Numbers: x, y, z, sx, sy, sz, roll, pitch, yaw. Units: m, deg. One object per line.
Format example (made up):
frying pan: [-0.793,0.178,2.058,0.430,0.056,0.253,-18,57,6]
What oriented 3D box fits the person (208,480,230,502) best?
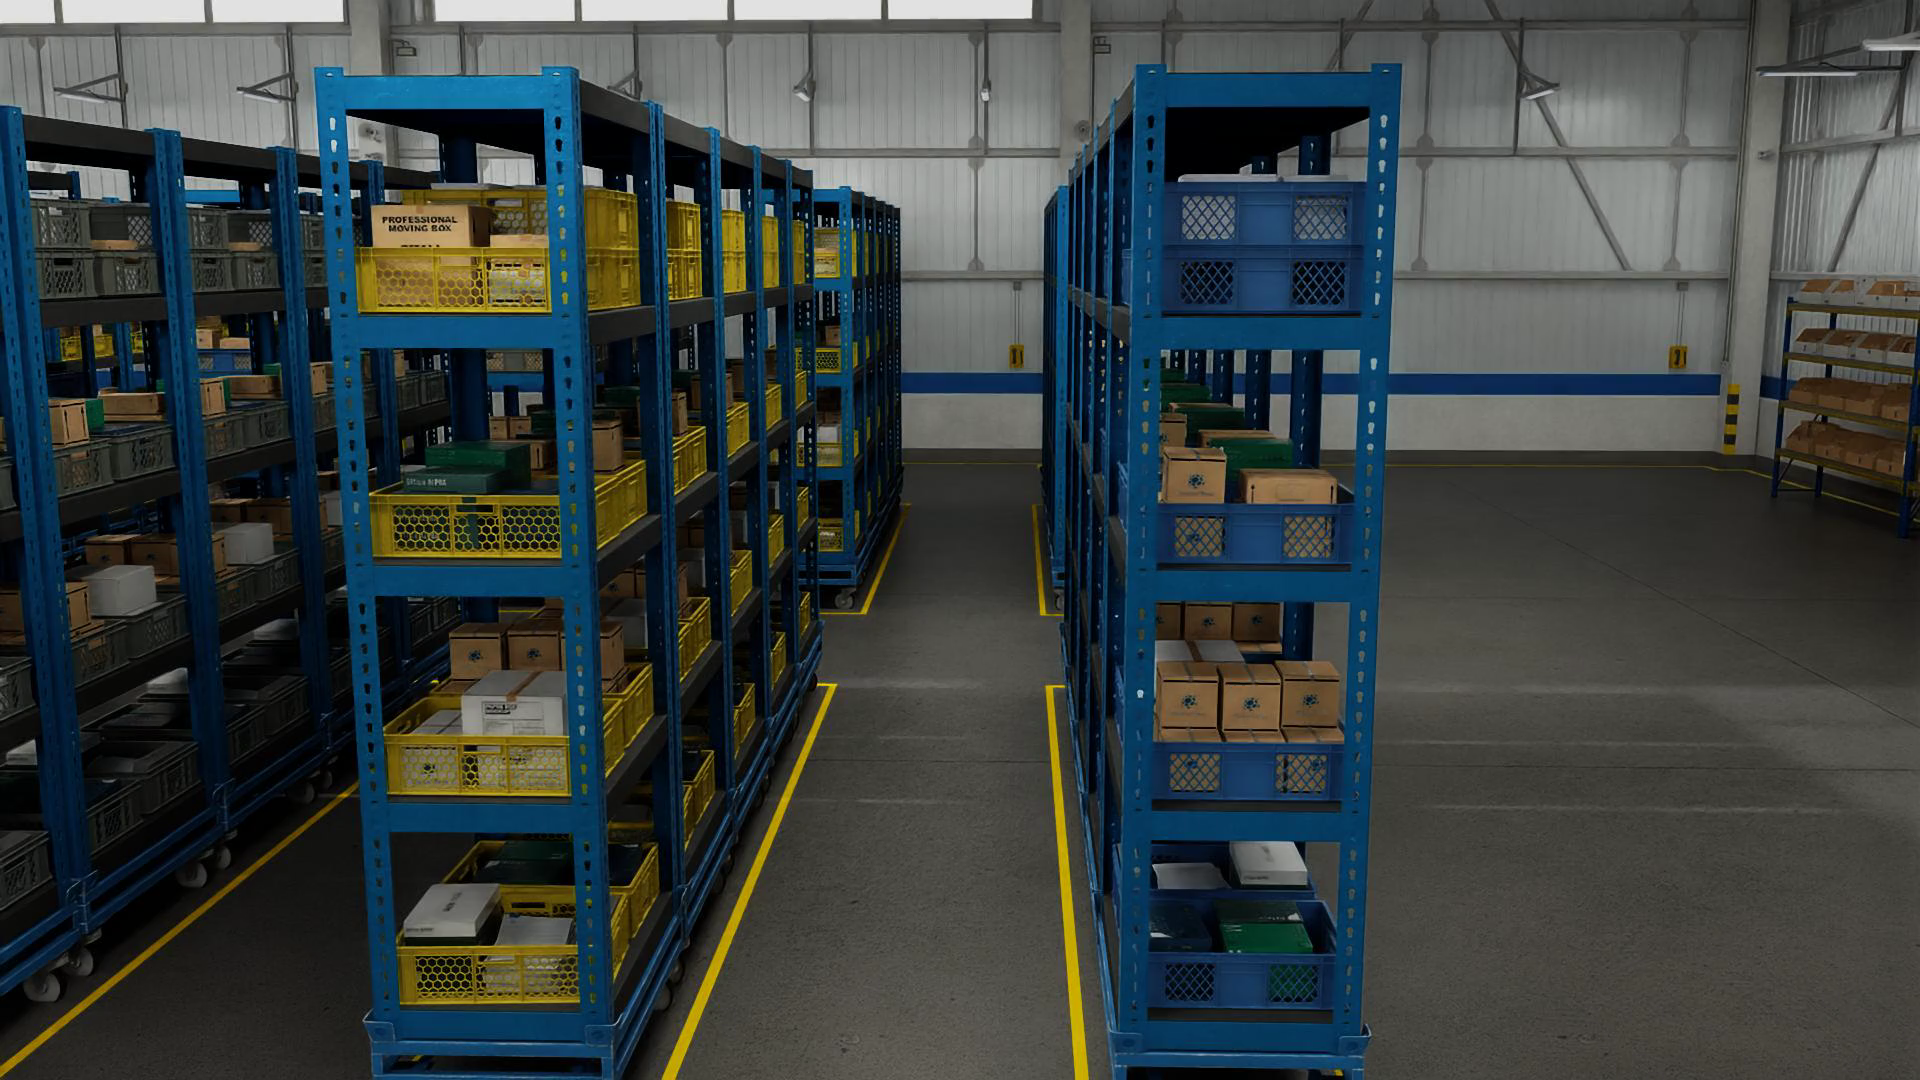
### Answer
person: [-7.606,-0.831,16.871,0.375,1.997,0.611,-3,10,-15]
